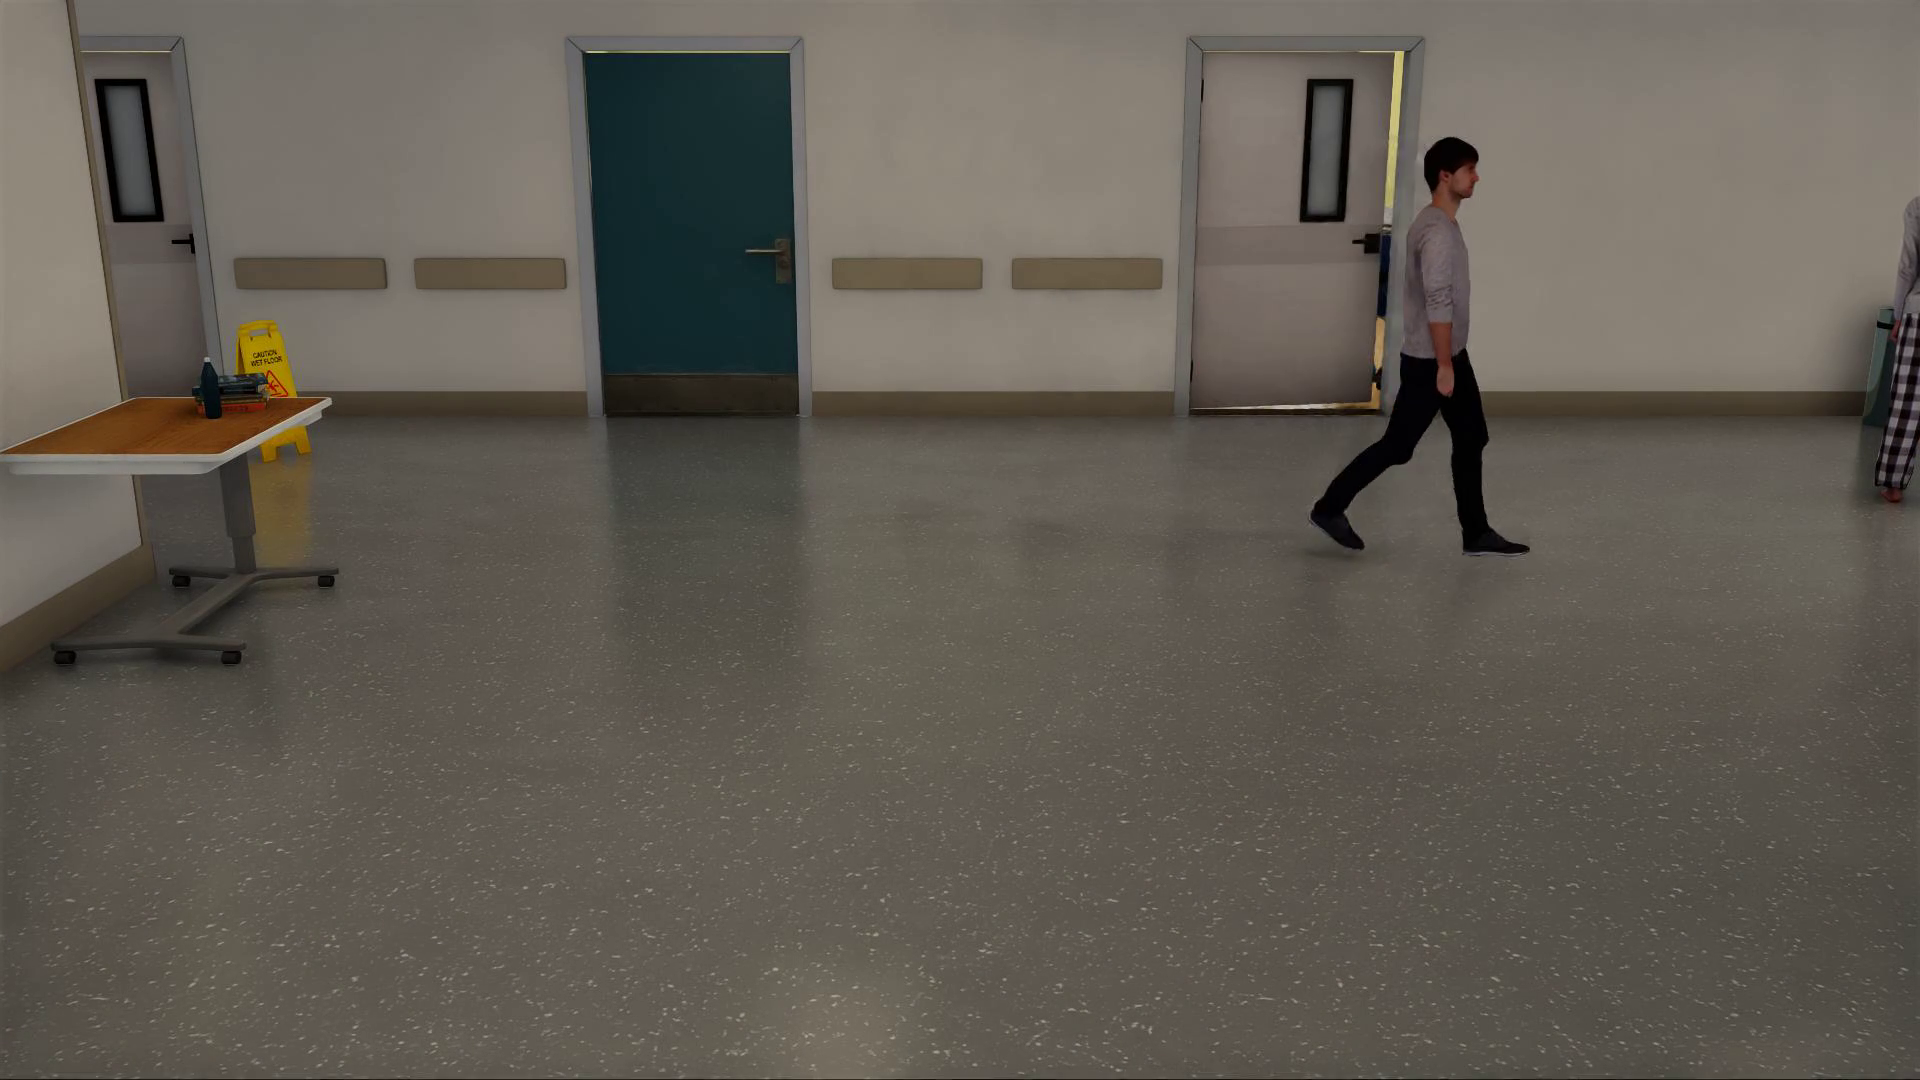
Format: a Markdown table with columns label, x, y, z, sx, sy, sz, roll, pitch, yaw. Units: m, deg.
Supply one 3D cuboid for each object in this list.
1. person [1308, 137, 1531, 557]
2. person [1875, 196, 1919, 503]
| label | x | y | z | sx | sy | sz | roll | pitch | yaw |
| --- | --- | --- | --- | --- | --- | --- | --- | --- | --- |
| person | 1.956 | -0.783 | 7.206 | 1.283 | 1.803 | 0.981 | 6 | 17 | 21 |
| person | 4.858 | -1.087 | 8.201 | 0.666 | 1.847 | 0.763 | 11 | 19 | 35 |
